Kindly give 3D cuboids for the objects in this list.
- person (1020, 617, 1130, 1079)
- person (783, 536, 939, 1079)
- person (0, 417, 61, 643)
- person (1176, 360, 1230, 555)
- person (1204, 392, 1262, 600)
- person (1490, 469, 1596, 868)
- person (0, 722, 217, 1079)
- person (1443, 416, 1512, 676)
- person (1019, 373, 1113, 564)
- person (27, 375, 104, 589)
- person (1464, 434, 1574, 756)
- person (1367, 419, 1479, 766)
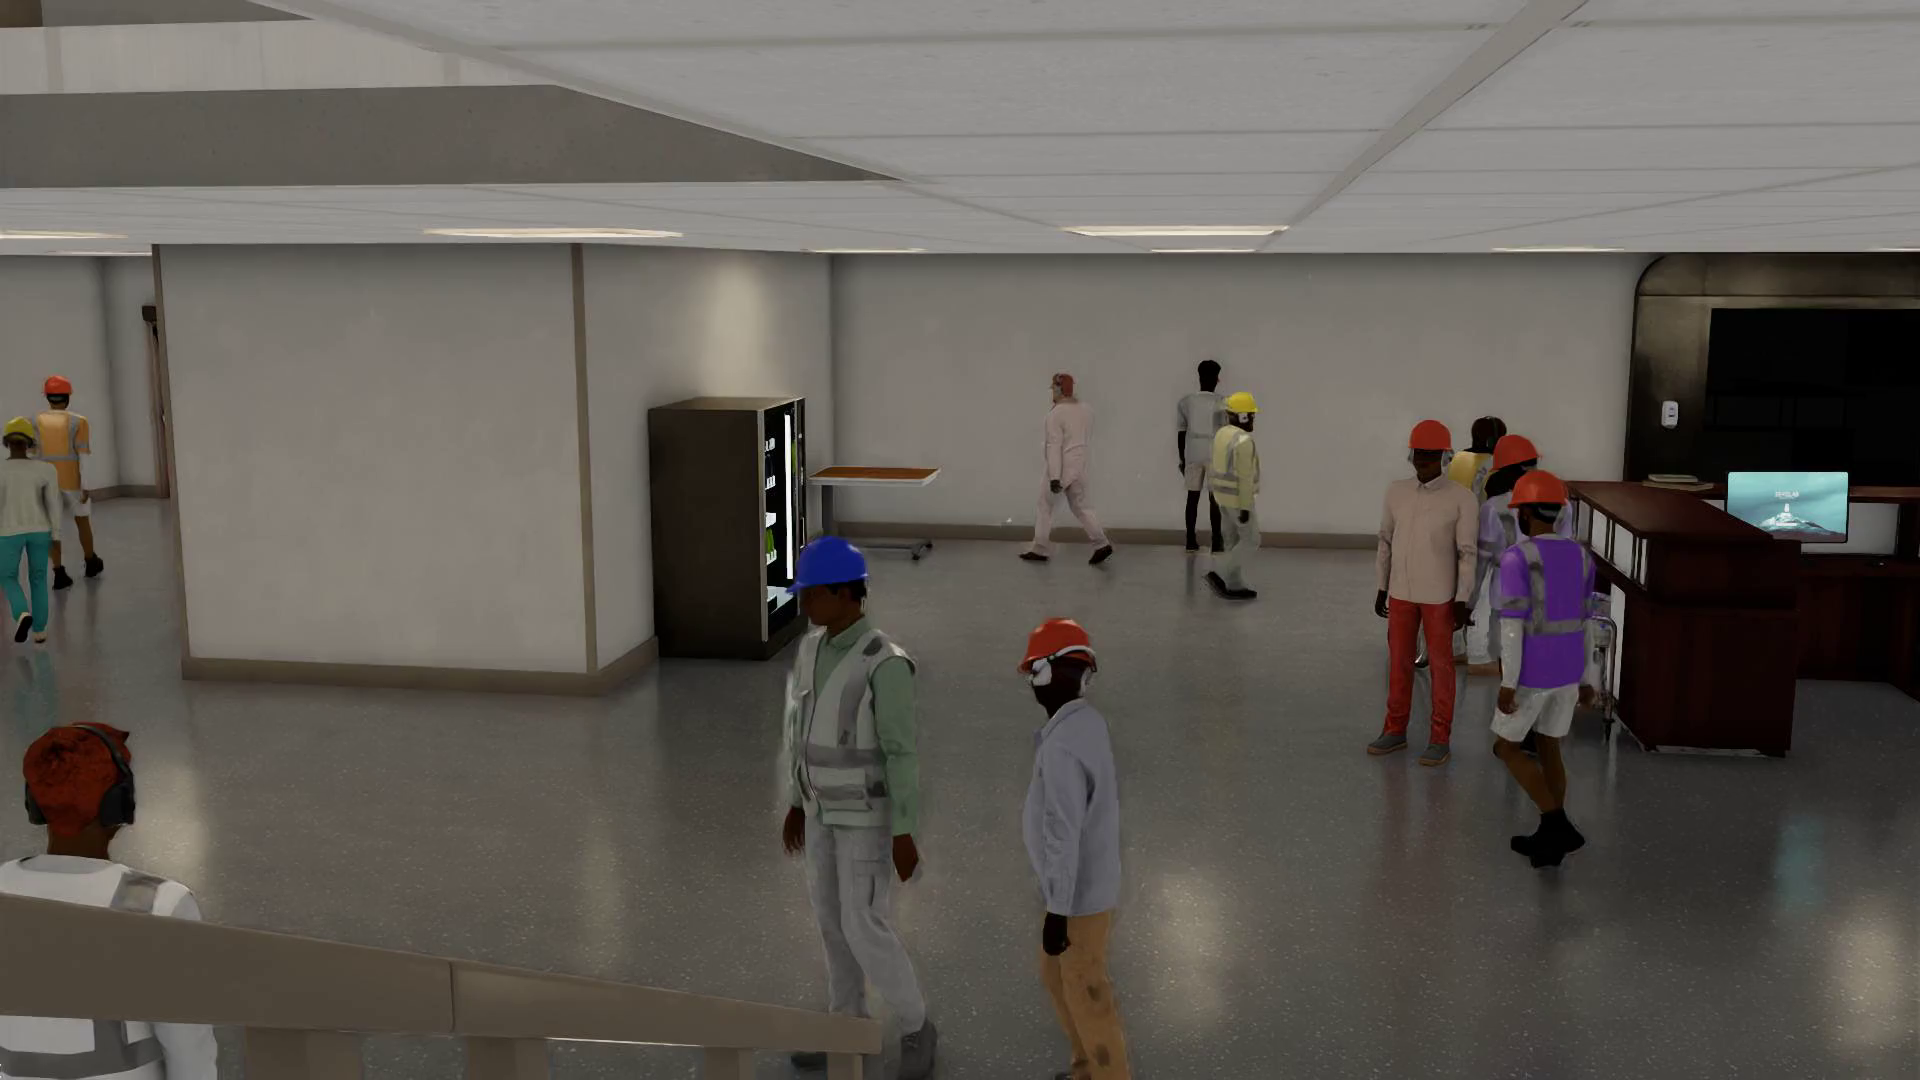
[{"bbox_3d":[0.393,1.122,5.466,0.430,1.712,0.611,1,9,6],"label":"person"},{"bbox_3d":[-0.339,0.956,5.880,0.465,1.919,0.696,-7,11,-36],"label":"person"},{"bbox_3d":[-7.078,-0.054,12.576,0.530,1.746,0.530,-7,11,-35],"label":"person"},{"bbox_3d":[2.471,-0.826,16.691,0.600,1.958,0.379,5,10,28],"label":"person"},{"bbox_3d":[2.347,-0.363,14.258,0.471,1.815,0.600,-3,10,-17],"label":"person"},{"bbox_3d":[2.789,0.624,7.926,0.576,1.901,0.642,-4,10,-25],"label":"person"},{"bbox_3d":[-1.912,1.327,3.677,0.575,1.875,0.356,1,9,7],"label":"person"},{"bbox_3d":[3.664,0.039,11.753,0.429,1.835,0.633,-4,10,-21],"label":"person"},{"bbox_3d":[1.060,-0.693,16.156,0.947,1.865,0.653,7,12,37],"label":"person"},{"bbox_3d":[-8.151,-0.549,15.156,0.545,1.891,0.947,-2,9,-13],"label":"person"},{"bbox_3d":[3.250,0.343,9.654,0.574,1.900,0.460,-2,9,-10],"label":"person"},{"bbox_3d":[2.680,0.298,9.641,0.611,1.997,0.375,9,13,43],"label":"person"}]
